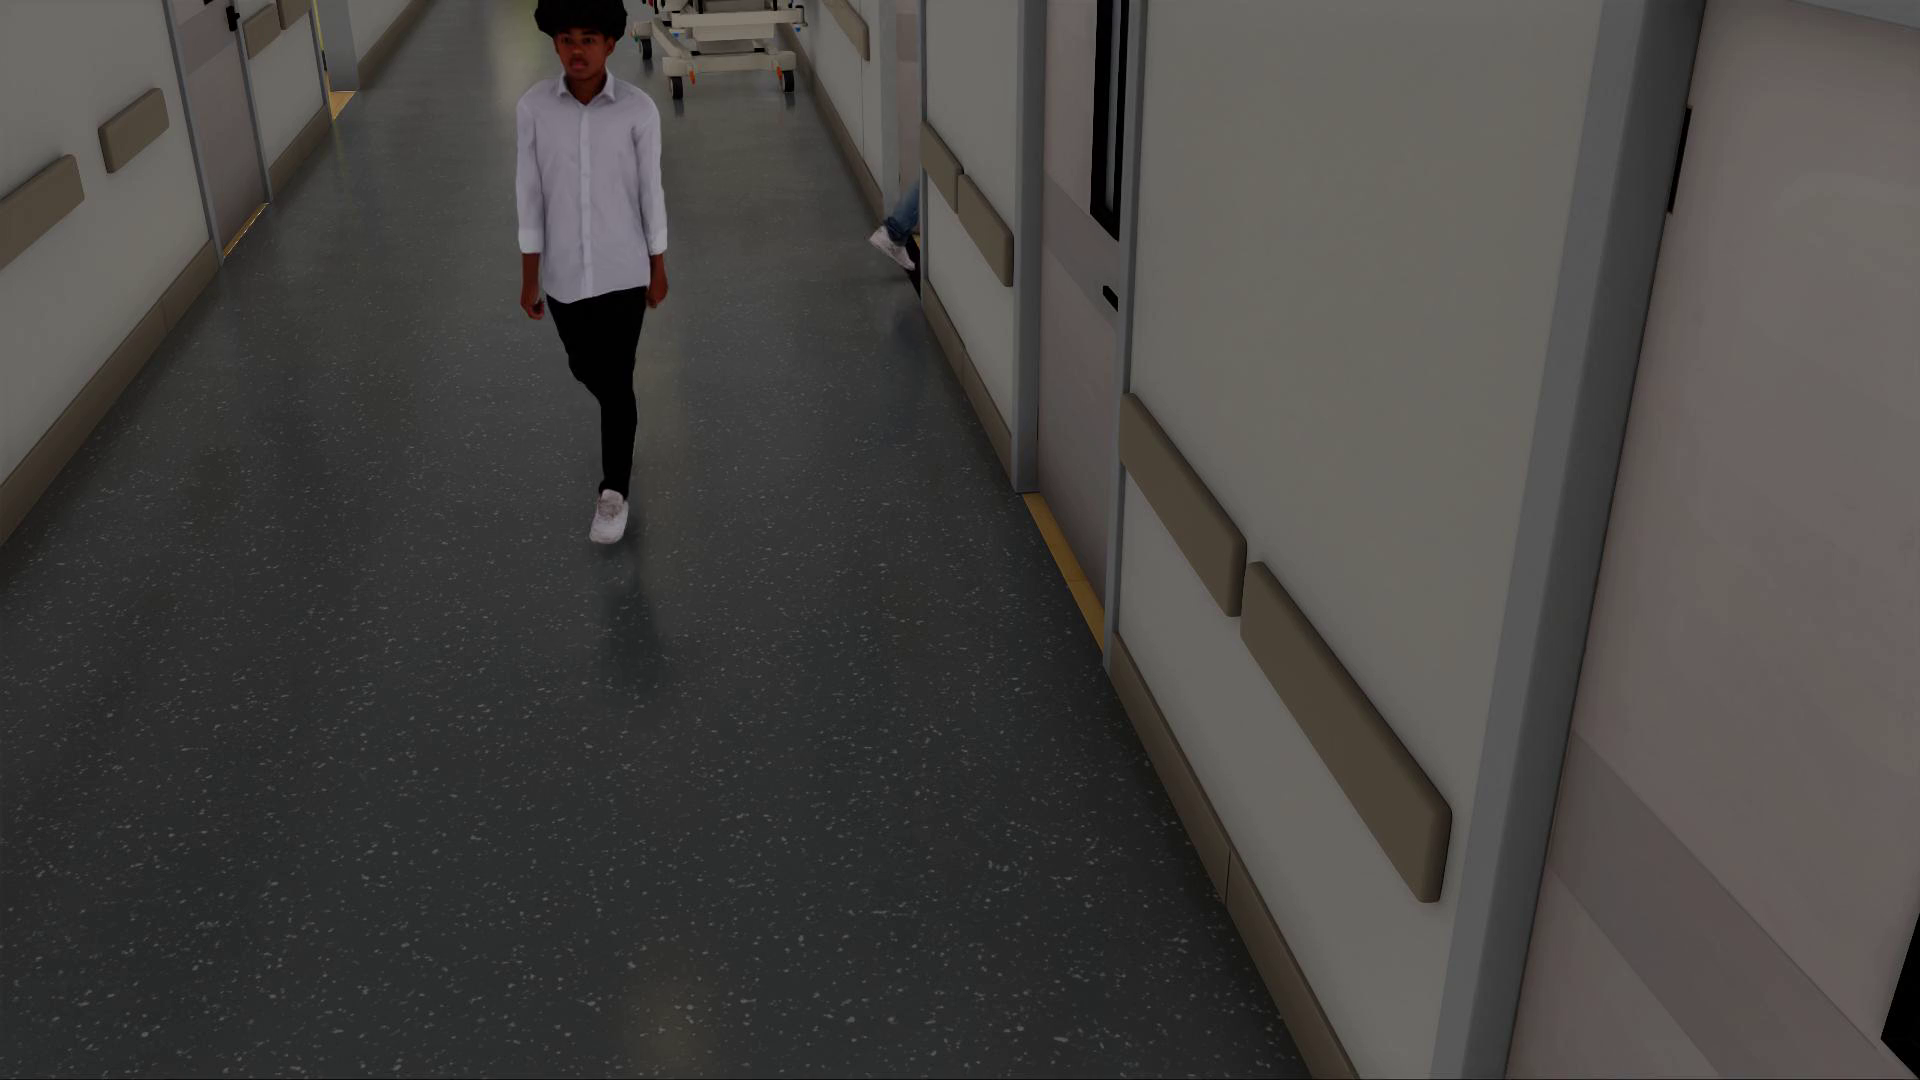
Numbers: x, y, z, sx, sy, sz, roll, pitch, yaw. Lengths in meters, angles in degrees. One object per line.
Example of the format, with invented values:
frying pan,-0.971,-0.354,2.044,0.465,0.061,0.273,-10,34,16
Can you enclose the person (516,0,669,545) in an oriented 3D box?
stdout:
person,-1.219,-0.948,5.577,1.148,1.775,0.860,1,26,3
